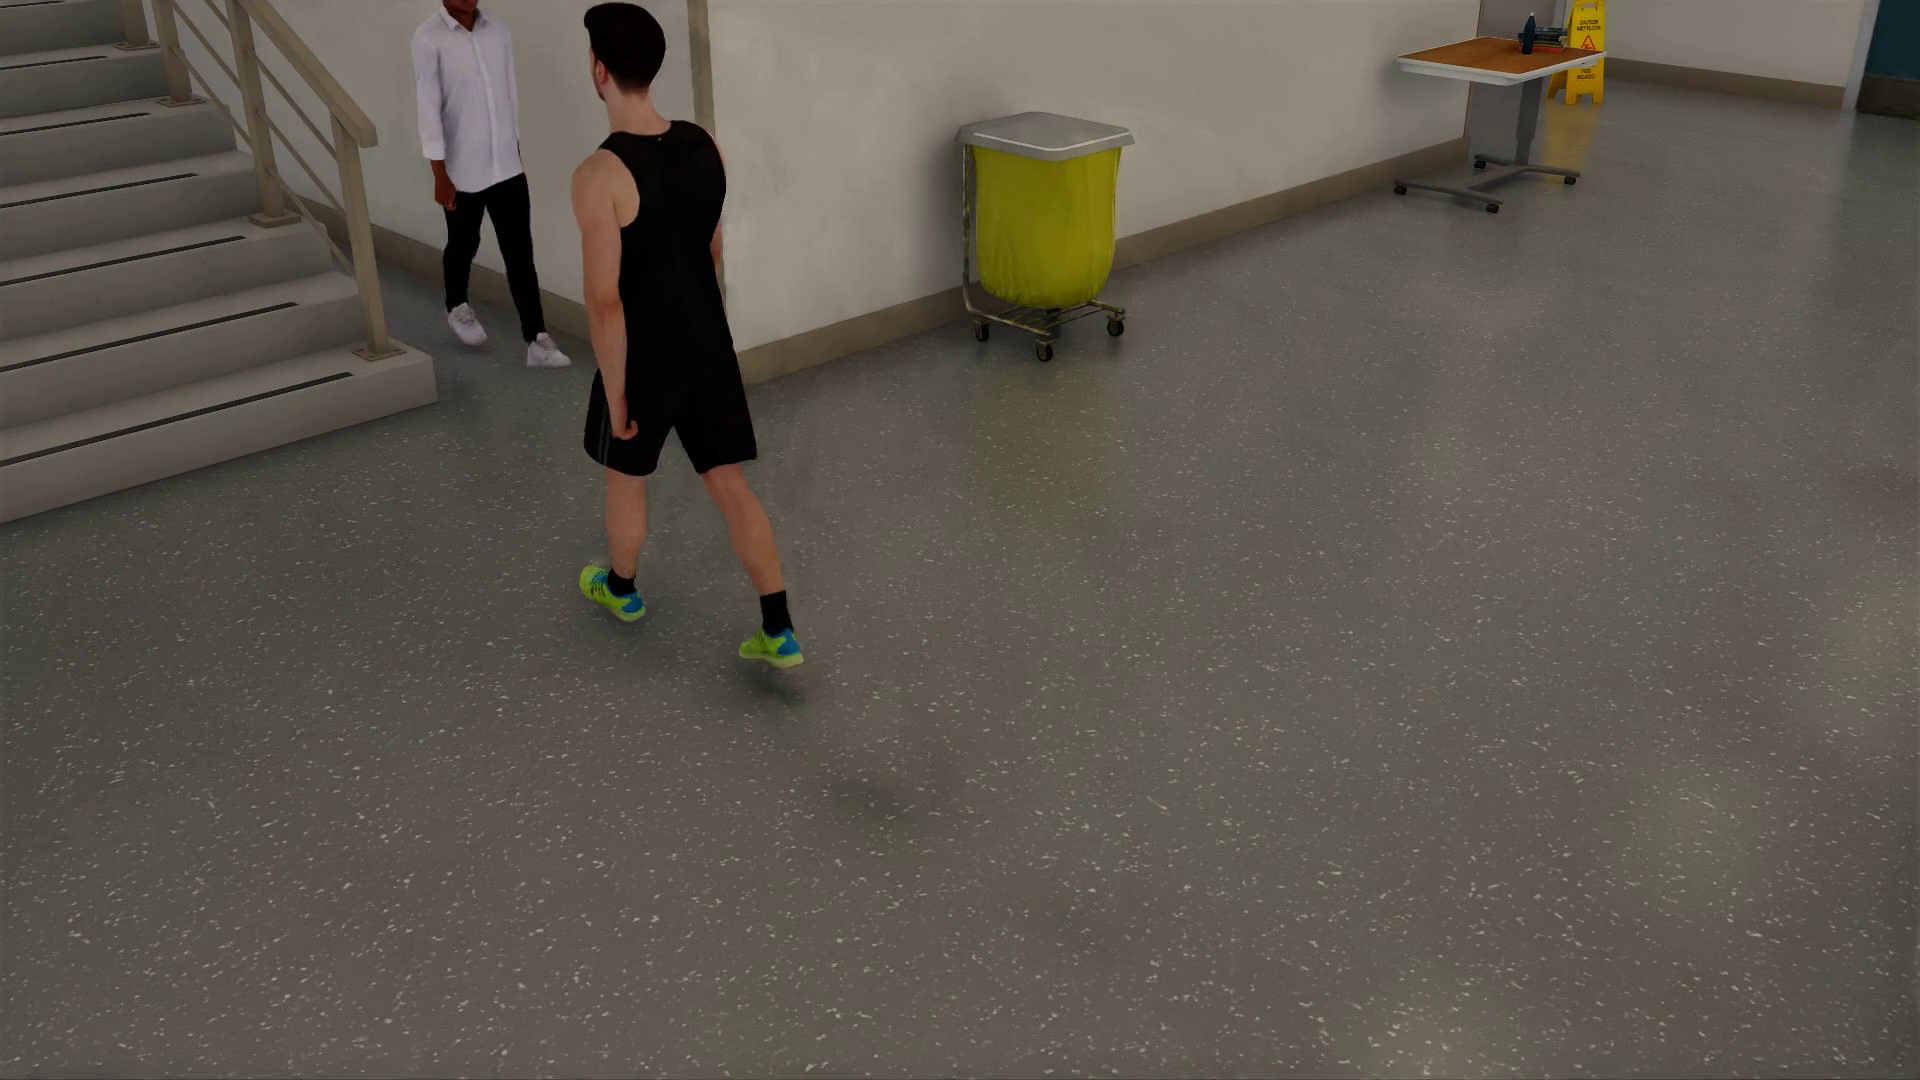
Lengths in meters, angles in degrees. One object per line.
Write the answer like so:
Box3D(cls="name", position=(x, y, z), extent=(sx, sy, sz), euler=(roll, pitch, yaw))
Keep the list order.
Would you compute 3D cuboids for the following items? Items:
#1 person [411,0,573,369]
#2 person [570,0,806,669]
Box3D(cls="person", position=(-2.092, -1.613, 7.052), extent=(0.663, 1.764, 1.132), euler=(-22, 34, -38))
Box3D(cls="person", position=(-0.743, -0.473, 4.588), extent=(0.684, 1.850, 1.177), euler=(-23, 34, -39))
